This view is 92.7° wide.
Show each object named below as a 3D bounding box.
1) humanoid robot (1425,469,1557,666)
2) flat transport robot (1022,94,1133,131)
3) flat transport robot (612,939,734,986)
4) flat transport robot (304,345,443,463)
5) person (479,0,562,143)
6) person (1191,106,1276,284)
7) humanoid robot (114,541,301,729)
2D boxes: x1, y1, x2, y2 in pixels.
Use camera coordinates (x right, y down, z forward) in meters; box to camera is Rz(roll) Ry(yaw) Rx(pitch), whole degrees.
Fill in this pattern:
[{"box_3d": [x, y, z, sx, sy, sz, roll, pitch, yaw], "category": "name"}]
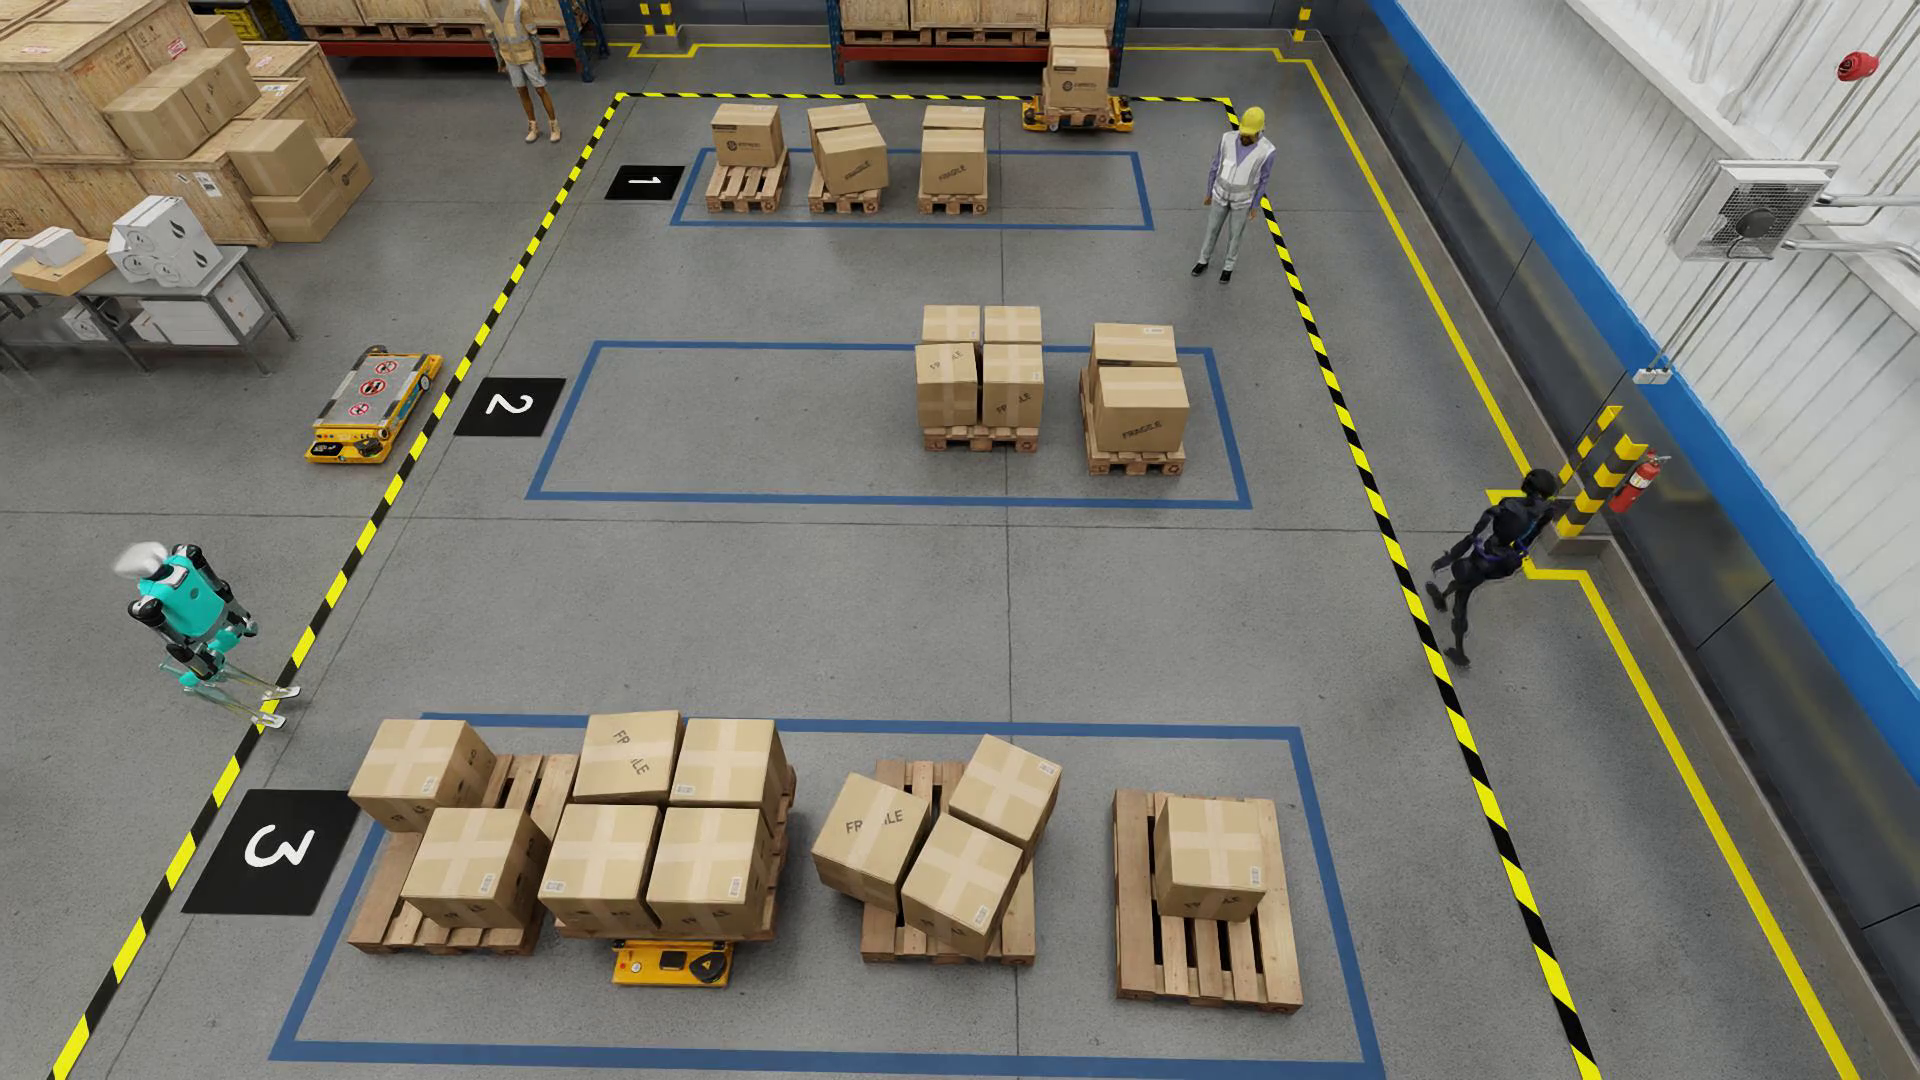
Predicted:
[{"box_3d": [3.667, 0.149, 6.359, 0.587, 1.642, 0.780, -7, 50, -6], "category": "humanoid robot"}, {"box_3d": [1.550, -5.683, 12.157, 1.431, 0.197, 0.652, 1, 50, 1], "category": "flat transport robot"}, {"box_3d": [-1.659, 1.971, 5.681, 0.652, 0.197, 1.431, 1, 50, 1], "category": "flat transport robot"}, {"box_3d": [-5.383, -1.269, 8.441, 0.659, 0.231, 1.431, 1, 50, 1], "category": "flat transport robot"}, {"box_3d": [-5.387, -5.897, 11.196, 0.604, 2.044, 0.371, 1, 50, 1], "category": "person"}, {"box_3d": [2.765, -3.477, 9.286, 0.587, 1.830, 0.404, 23, 54, 19], "category": "person"}, {"box_3d": [-4.869, 0.619, 5.791, 0.735, 1.681, 0.533, 1, 50, 1], "category": "humanoid robot"}]
